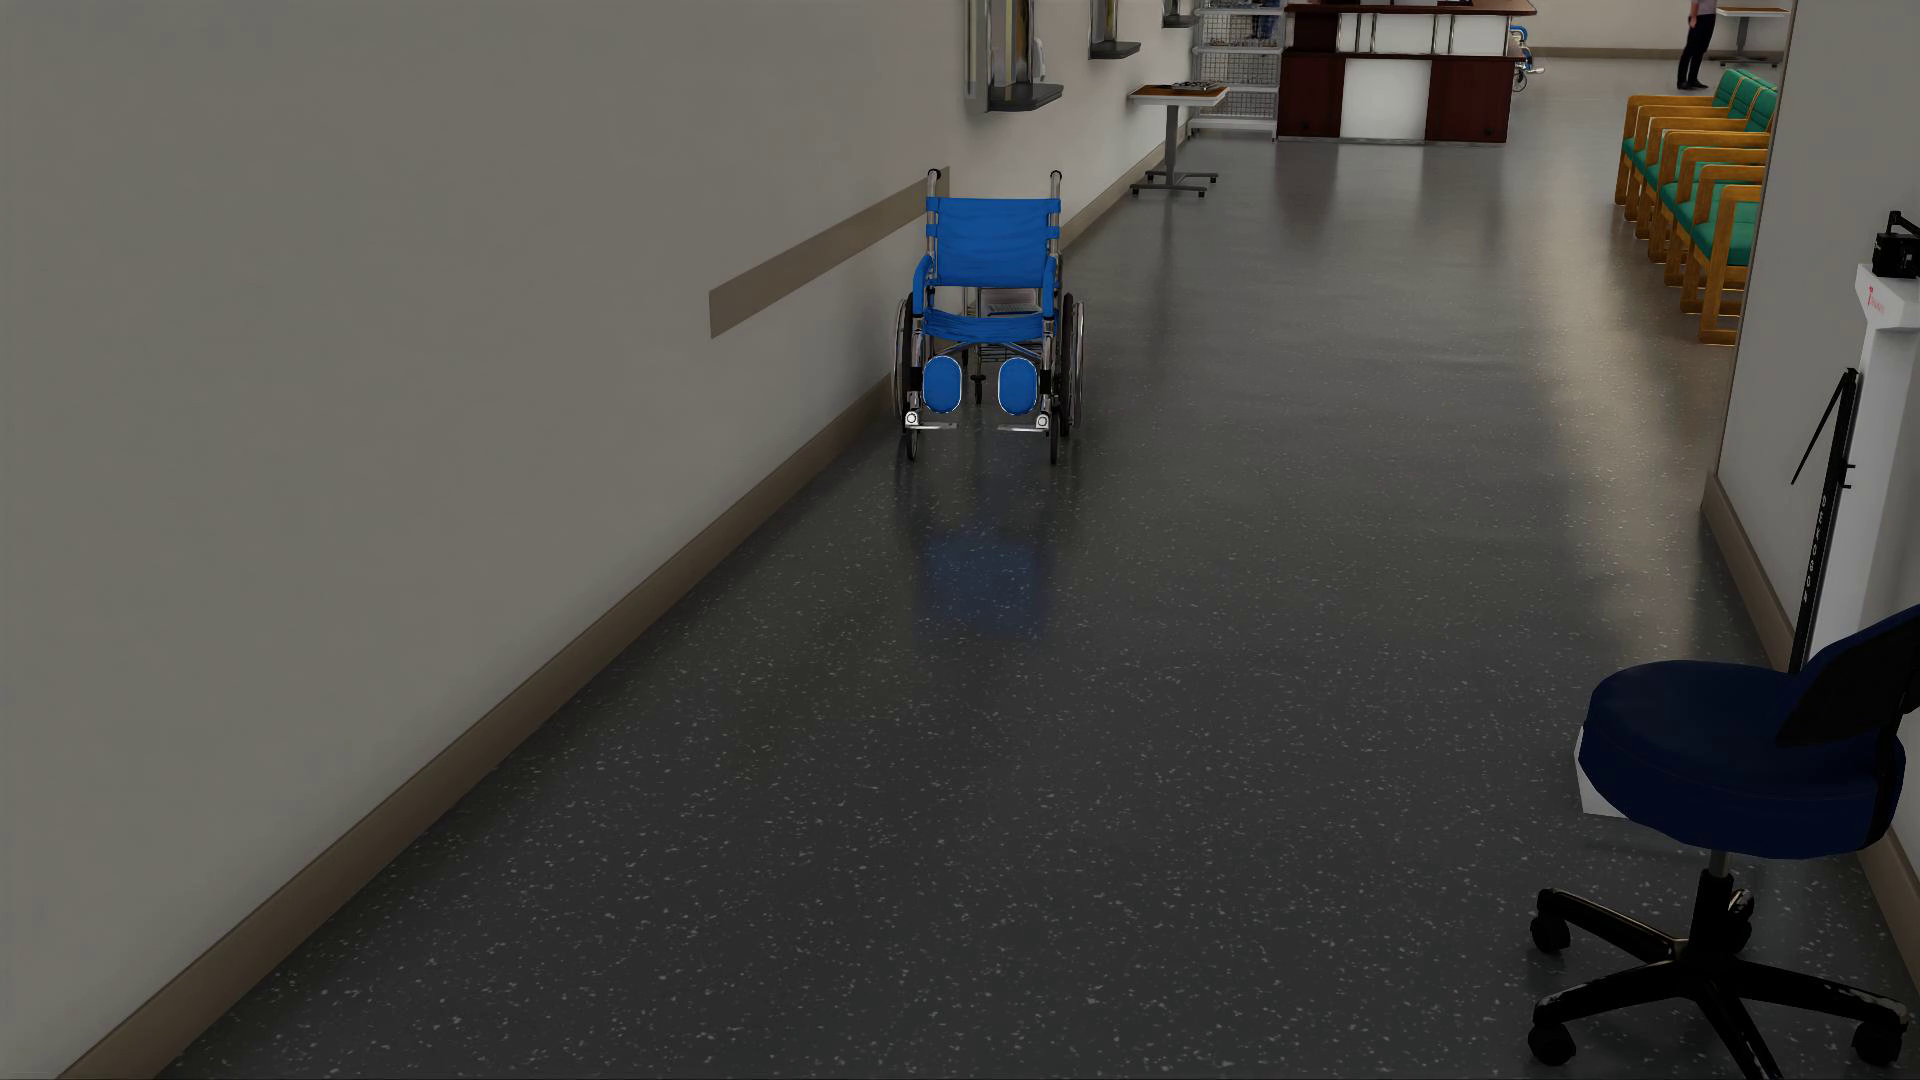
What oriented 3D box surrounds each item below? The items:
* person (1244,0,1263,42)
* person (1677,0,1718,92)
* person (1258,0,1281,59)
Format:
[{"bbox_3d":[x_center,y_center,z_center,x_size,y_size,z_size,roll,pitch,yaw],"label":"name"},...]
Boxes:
[{"bbox_3d":[5.496,-10.025,30.286,0.763,1.754,0.692,-13,24,-31],"label":"person"},{"bbox_3d":[9.730,-6.862,21.812,0.723,1.842,0.761,-14,25,-32],"label":"person"},{"bbox_3d":[4.988,-8.534,26.577,0.718,1.594,0.688,8,22,19],"label":"person"}]
